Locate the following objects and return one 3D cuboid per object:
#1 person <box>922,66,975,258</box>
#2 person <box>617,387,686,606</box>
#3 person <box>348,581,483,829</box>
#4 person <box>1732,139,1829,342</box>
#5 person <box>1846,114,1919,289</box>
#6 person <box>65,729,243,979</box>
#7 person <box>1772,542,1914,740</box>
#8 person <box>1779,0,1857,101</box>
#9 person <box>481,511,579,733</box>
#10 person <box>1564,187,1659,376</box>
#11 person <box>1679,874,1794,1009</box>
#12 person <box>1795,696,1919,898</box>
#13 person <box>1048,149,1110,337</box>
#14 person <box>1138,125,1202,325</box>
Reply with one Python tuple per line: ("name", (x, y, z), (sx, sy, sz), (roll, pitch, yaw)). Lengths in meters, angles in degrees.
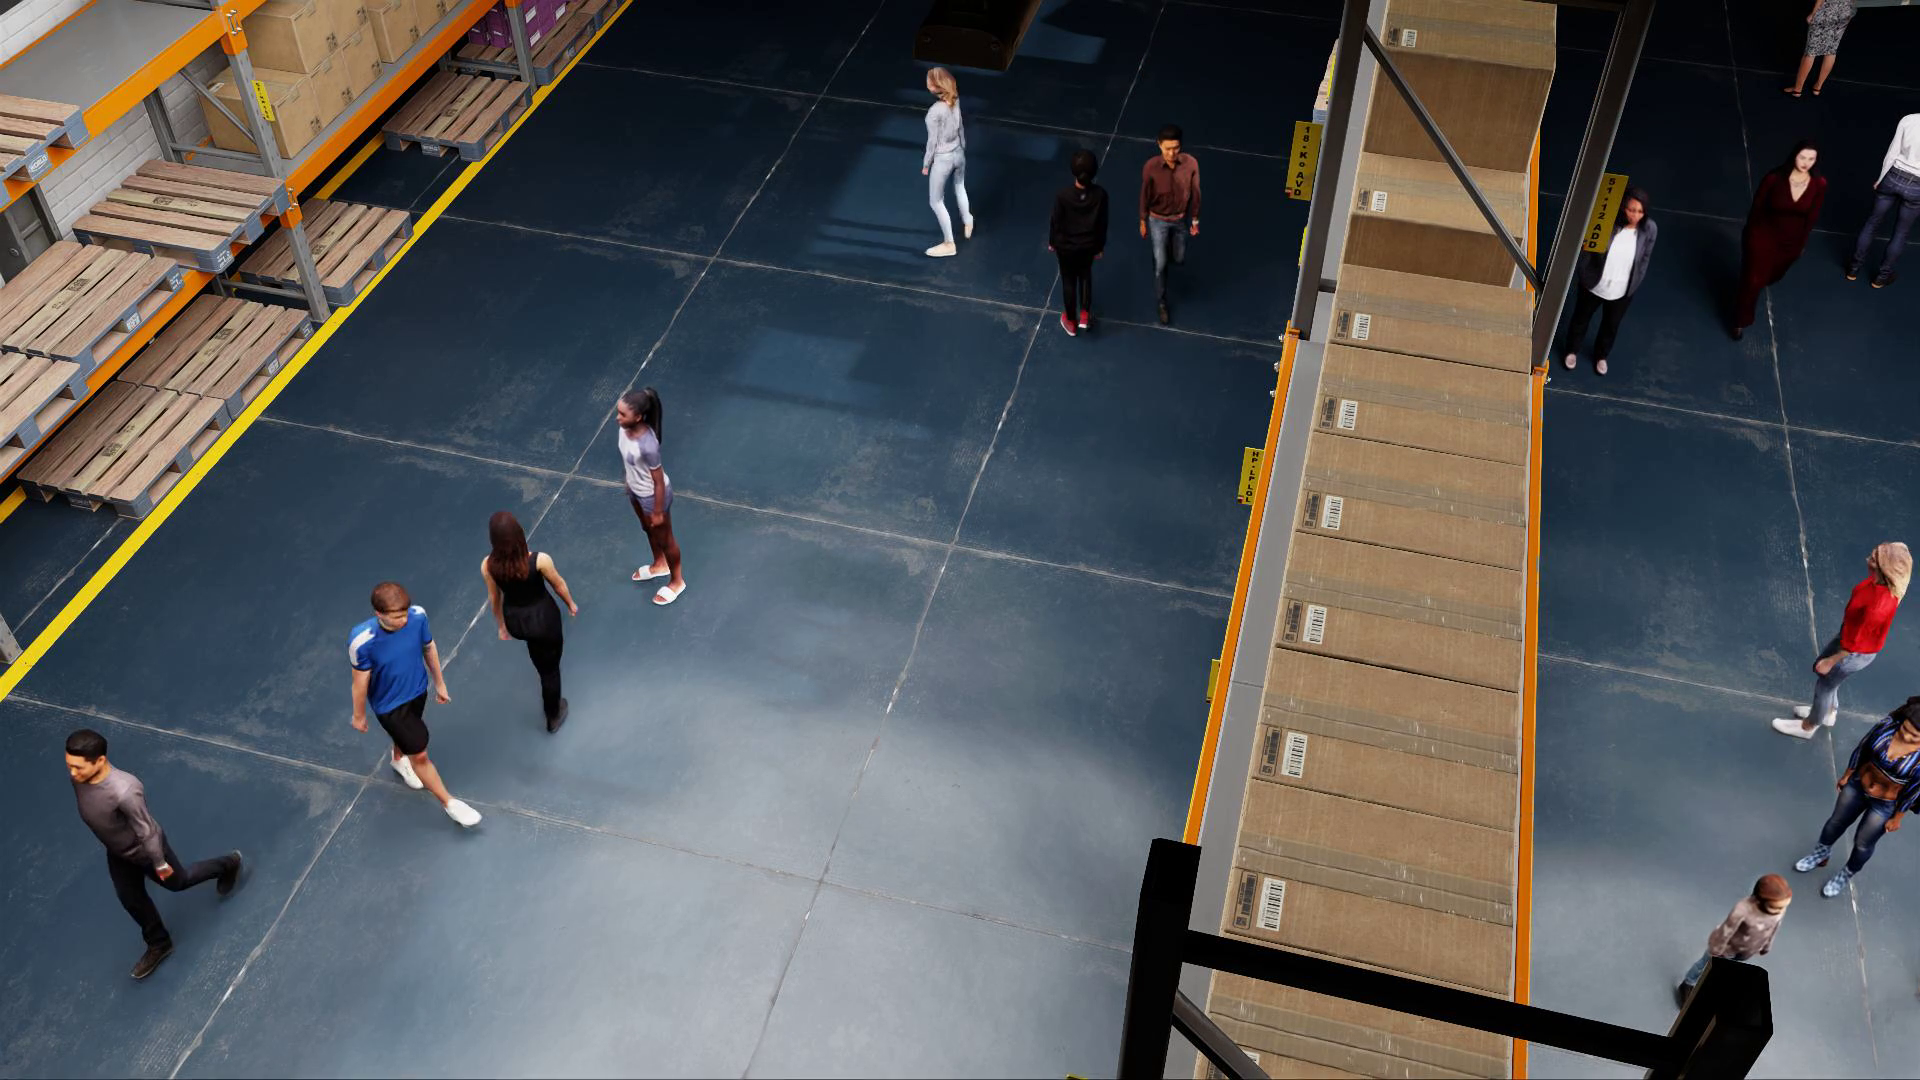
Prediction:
("person", (-0.077, -3.246, 14.208), (0.947, 1.770, 0.639), (34, 53, 30))
("person", (-2.084, -0.311, 11.161), (0.746, 1.722, 0.704), (-27, 50, -26))
("person", (-3.384, 0.866, 9.866), (1.028, 1.804, 1.182), (28, 50, 26))
("person", (6.567, -2.488, 13.437), (0.689, 1.736, 1.009), (8, 44, 8))
("person", (7.866, -2.959, 13.832), (0.714, 1.873, 0.731), (32, 52, 29))
("person", (-4.440, 1.615, 9.127), (1.129, 1.739, 0.803), (11, 45, 11))
("person", (5.495, 0.671, 10.147), (0.757, 1.699, 0.594), (20, 47, 20))
("person", (8.501, -5.114, 16.215), (0.627, 1.705, 0.603), (-3, 44, -3))
("person", (-2.659, 0.566, 10.280), (0.699, 1.668, 0.822), (5, 44, 5))
("person", (5.093, -2.052, 13.079), (0.672, 1.596, 0.651), (8, 44, 8))
("person", (4.185, 2.153, 8.960), (0.540, 1.191, 0.545), (-3, 44, -3))
("person", (5.182, 1.435, 9.399), (0.759, 1.625, 0.689), (-19, 47, -19))
("person", (0.962, -2.314, 13.309), (0.720, 1.660, 0.764), (-8, 44, -8))
("person", (1.675, -2.647, 13.589), (0.885, 1.755, 1.047), (-7, 44, -7))
